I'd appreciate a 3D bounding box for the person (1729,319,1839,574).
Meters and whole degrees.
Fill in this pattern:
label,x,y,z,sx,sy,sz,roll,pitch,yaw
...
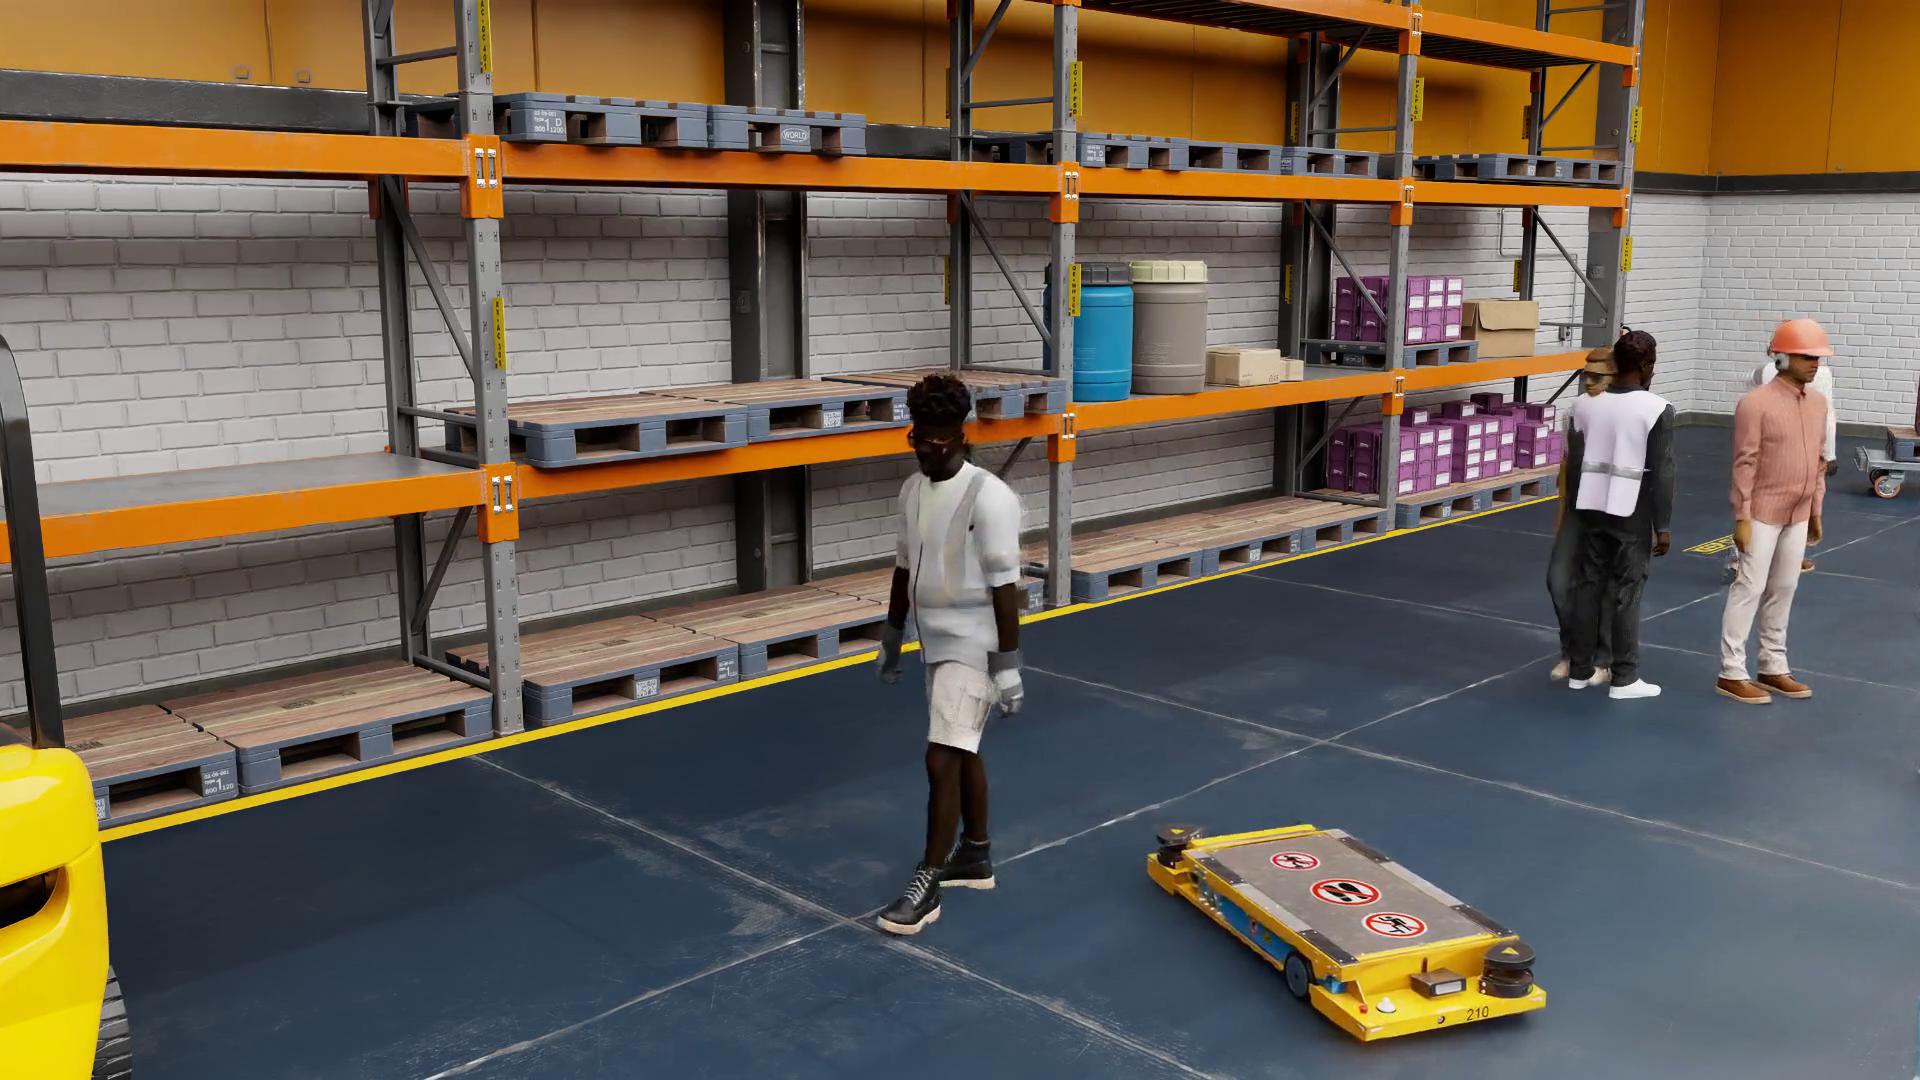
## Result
label,x,y,z,sx,sy,sz,roll,pitch,yaw
person,5.725,-0.616,11.603,0.986,1.843,0.586,-5,12,-26

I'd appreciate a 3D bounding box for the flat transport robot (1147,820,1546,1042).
label,x,y,z,sx,sy,sz,roll,pitch,yaw
flat transport robot,1.247,1.254,5.637,0.652,0.197,1.431,-4,11,-20

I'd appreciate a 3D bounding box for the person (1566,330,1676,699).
label,x,y,z,sx,sy,sz,roll,pitch,yaw
person,3.434,-0.132,8.698,0.371,1.916,0.597,-7,12,-32

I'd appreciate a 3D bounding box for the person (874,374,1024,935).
label,x,y,z,sx,sy,sz,roll,pitch,yaw
person,-0.117,0.386,5.828,0.694,1.928,0.714,-6,12,-28

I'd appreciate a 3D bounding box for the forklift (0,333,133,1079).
label,x,y,z,sx,sy,sz,roll,pitch,yaw
forklift,-3.289,0.485,4.582,1.214,2.155,2.313,-10,14,-44

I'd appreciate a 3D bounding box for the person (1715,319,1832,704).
label,x,y,z,sx,sy,sz,roll,pitch,yaw
person,4.232,-0.143,8.587,0.622,1.988,0.405,-5,12,-26

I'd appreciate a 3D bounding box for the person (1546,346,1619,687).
label,x,y,z,sx,sy,sz,roll,pitch,yaw
person,3.340,-0.108,8.804,0.522,1.828,0.546,-9,14,-40
